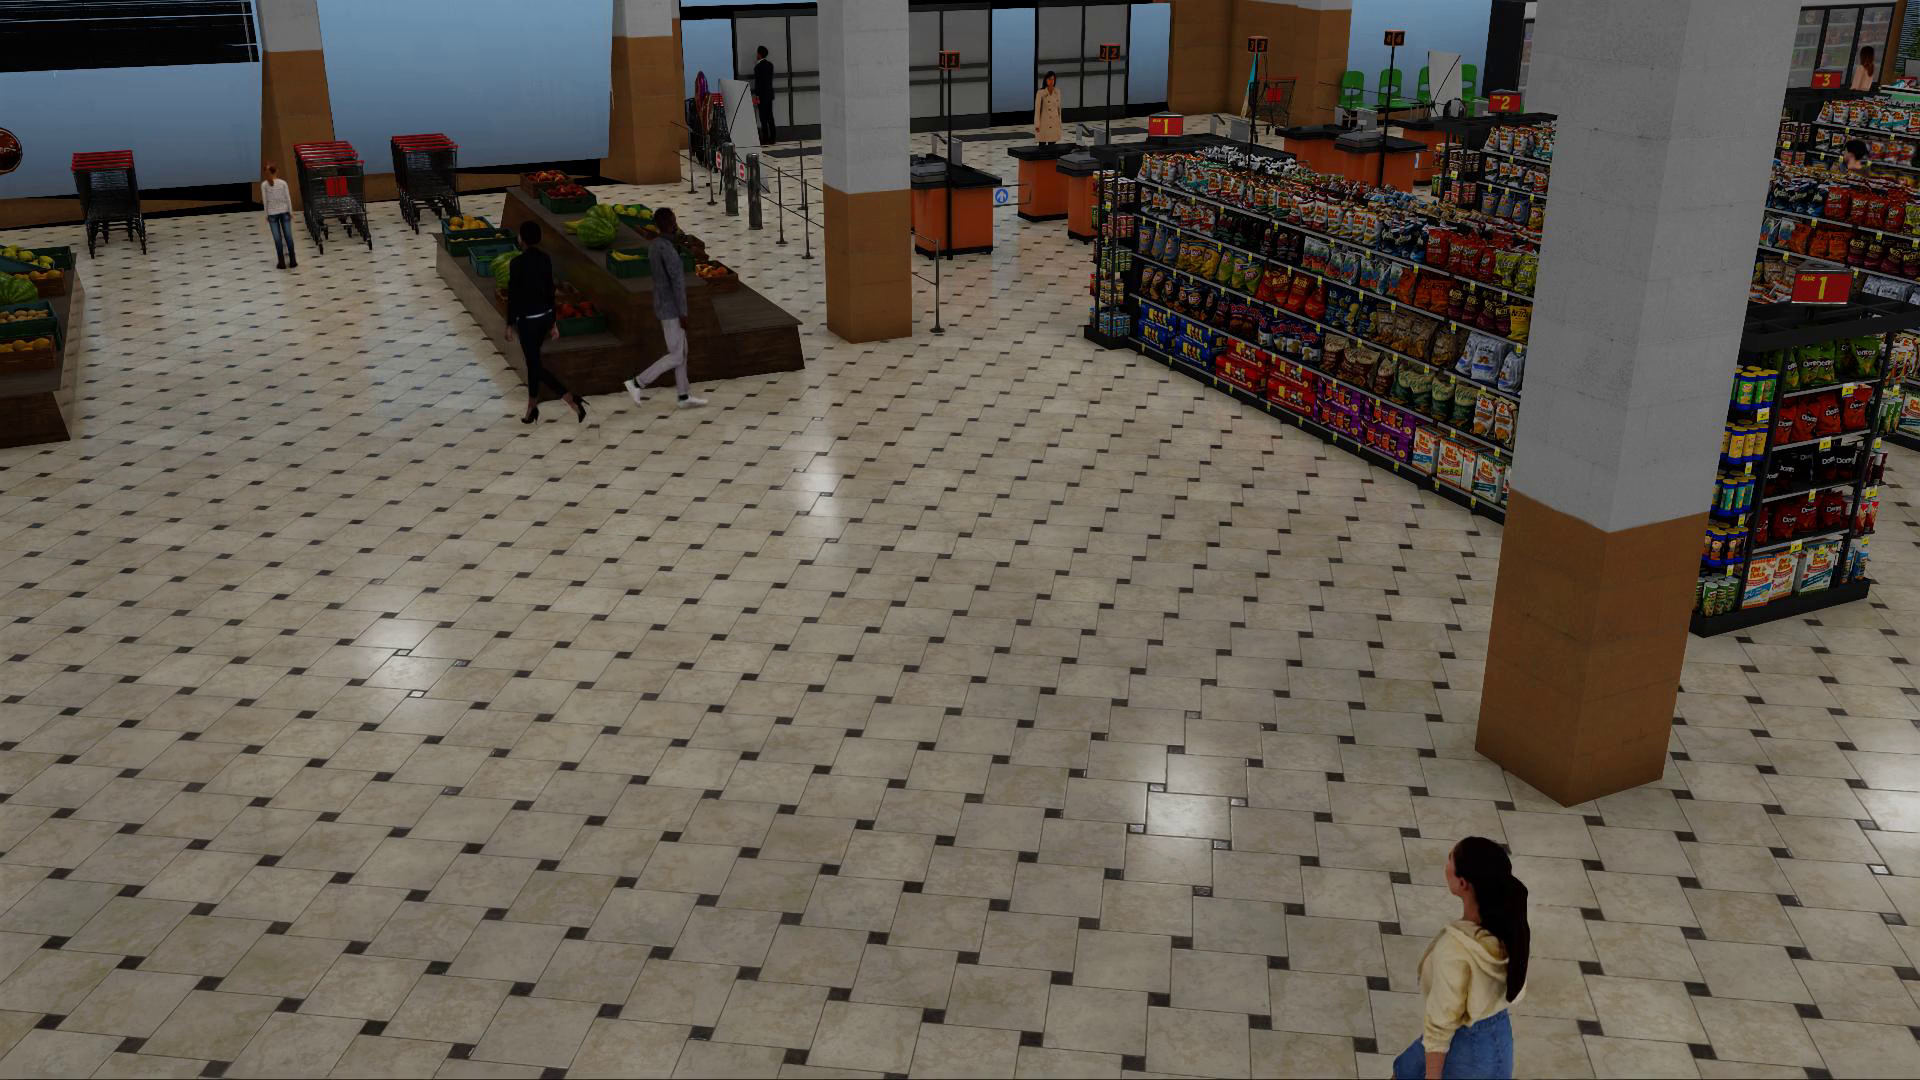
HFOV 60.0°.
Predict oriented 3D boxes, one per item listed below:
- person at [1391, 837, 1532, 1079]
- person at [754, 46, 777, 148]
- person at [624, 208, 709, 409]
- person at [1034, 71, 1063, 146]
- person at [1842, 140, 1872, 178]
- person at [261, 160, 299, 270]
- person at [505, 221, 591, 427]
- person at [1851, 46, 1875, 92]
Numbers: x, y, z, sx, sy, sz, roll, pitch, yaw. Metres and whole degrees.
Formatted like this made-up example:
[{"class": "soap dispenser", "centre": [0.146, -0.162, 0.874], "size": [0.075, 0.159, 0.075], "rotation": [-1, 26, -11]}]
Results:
[{"class": "person", "centre": [1.767, 1.783, 5.630], "size": [0.705, 1.618, 0.672], "rotation": [-15, 26, -32]}, {"class": "person", "centre": [-3.456, -7.888, 29.558], "size": [0.732, 1.722, 0.708], "rotation": [11, 25, 26]}, {"class": "person", "centre": [-2.675, -2.014, 14.829], "size": [0.740, 1.804, 0.920], "rotation": [-9, 24, -21]}, {"class": "person", "centre": [1.394, -6.565, 26.321], "size": [0.651, 1.681, 0.515], "rotation": [-11, 24, -25]}, {"class": "person", "centre": [9.764, -3.415, 18.225], "size": [0.706, 1.872, 0.700], "rotation": [-15, 26, -33]}, {"class": "person", "centre": [-8.370, -3.997, 20.421], "size": [0.481, 1.314, 0.473], "rotation": [-11, 25, -26]}, {"class": "person", "centre": [-3.580, -1.790, 14.269], "size": [1.149, 1.807, 1.002], "rotation": [12, 25, 27]}, {"class": "person", "centre": [15.615, -7.651, 28.875], "size": [0.614, 1.792, 0.559], "rotation": [-14, 26, -30]}]
